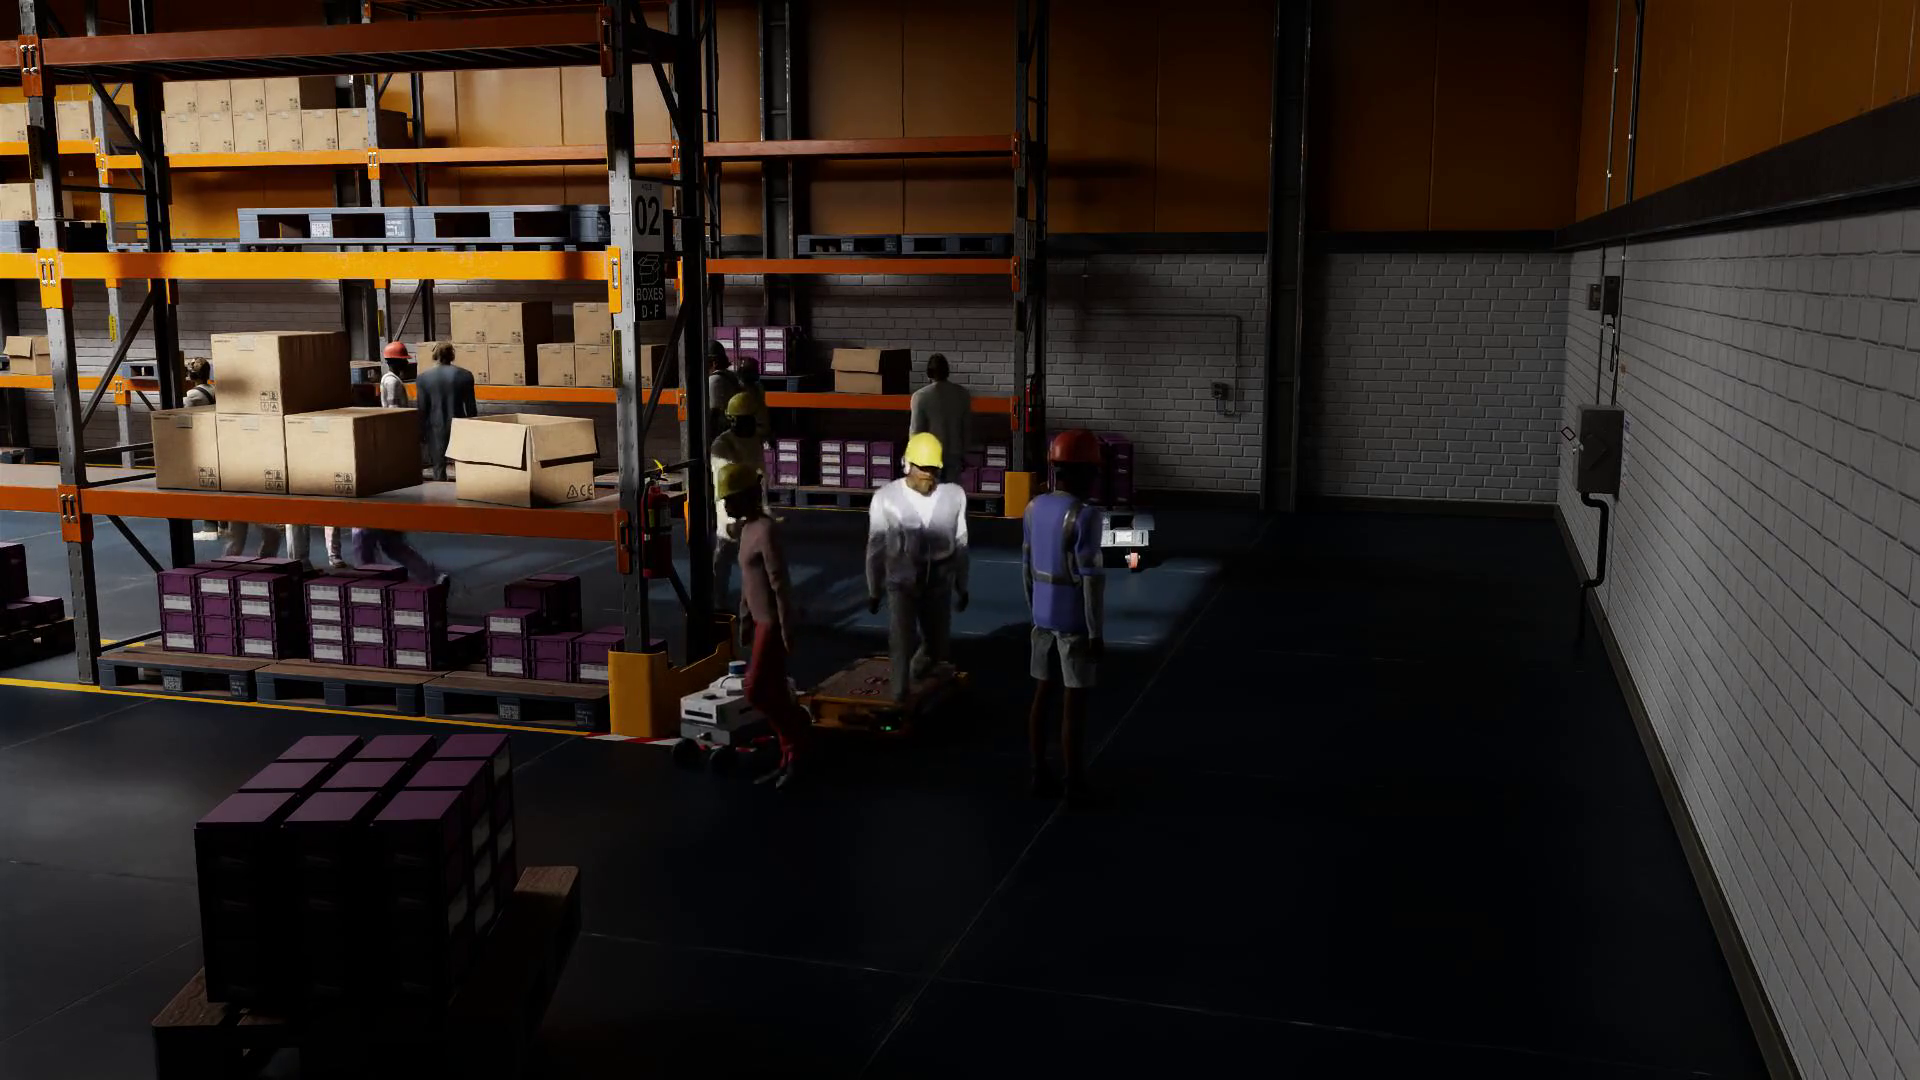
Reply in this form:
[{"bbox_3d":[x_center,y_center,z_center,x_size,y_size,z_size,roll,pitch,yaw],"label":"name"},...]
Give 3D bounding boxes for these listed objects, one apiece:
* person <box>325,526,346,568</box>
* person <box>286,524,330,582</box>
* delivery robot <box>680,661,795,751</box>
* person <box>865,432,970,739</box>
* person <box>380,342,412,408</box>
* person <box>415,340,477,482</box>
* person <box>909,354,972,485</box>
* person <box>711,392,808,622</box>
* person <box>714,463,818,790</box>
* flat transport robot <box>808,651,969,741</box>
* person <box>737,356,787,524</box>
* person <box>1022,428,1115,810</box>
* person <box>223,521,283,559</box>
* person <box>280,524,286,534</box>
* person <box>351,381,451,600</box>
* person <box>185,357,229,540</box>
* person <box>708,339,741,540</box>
[{"bbox_3d":[-5.836,-0.714,15.074,0.614,1.988,0.396,-5,10,-27],"label":"person"},{"bbox_3d":[-5.763,-0.572,14.530,0.351,1.882,0.581,-5,11,-30],"label":"person"},{"bbox_3d":[-1.228,0.915,9.218,0.477,0.478,0.707,5,11,29],"label":"delivery robot"},{"bbox_3d":[-0.265,0.240,9.835,0.631,1.797,0.642,-3,10,-17],"label":"person"},{"bbox_3d":[-6.105,-1.185,18.105,0.350,1.935,0.552,-4,10,-22],"label":"person"},{"bbox_3d":[-5.656,-1.230,18.369,0.635,1.937,0.352,-4,10,-21],"label":"person"},{"bbox_3d":[-0.194,-0.784,15.689,0.632,1.932,0.367,-5,10,-27],"label":"person"},{"bbox_3d":[-1.589,-0.221,12.667,0.902,1.787,0.613,6,11,31],"label":"person"},{"bbox_3d":[-1.041,0.455,8.740,0.462,1.719,0.578,-3,10,-17],"label":"person"},{"bbox_3d":[-0.461,0.938,10.227,0.652,0.197,1.431,3,10,17],"label":"flat transport robot"},{"bbox_3d":[-2.305,-1.084,17.921,0.926,1.804,0.623,3,10,17],"label":"person"},{"bbox_3d":[0.553,0.397,8.470,0.376,1.934,0.547,-7,12,-36],"label":"person"},{"bbox_3d":[-5.917,-0.317,13.819,0.507,1.599,0.540,1,9,4],"label":"person"},{"bbox_3d":[-7.006,-0.976,17.118,0.430,1.845,0.619,0,9,3],"label":"person"},{"bbox_3d":[-4.463,-0.305,12.942,0.792,1.876,0.658,0,9,2],"label":"person"},{"bbox_3d":[-7.583,-0.916,16.740,0.348,1.847,0.505,3,10,17],"label":"person"},{"bbox_3d":[-2.485,-1.026,16.818,0.535,2.000,0.686,2,10,11],"label":"person"}]
